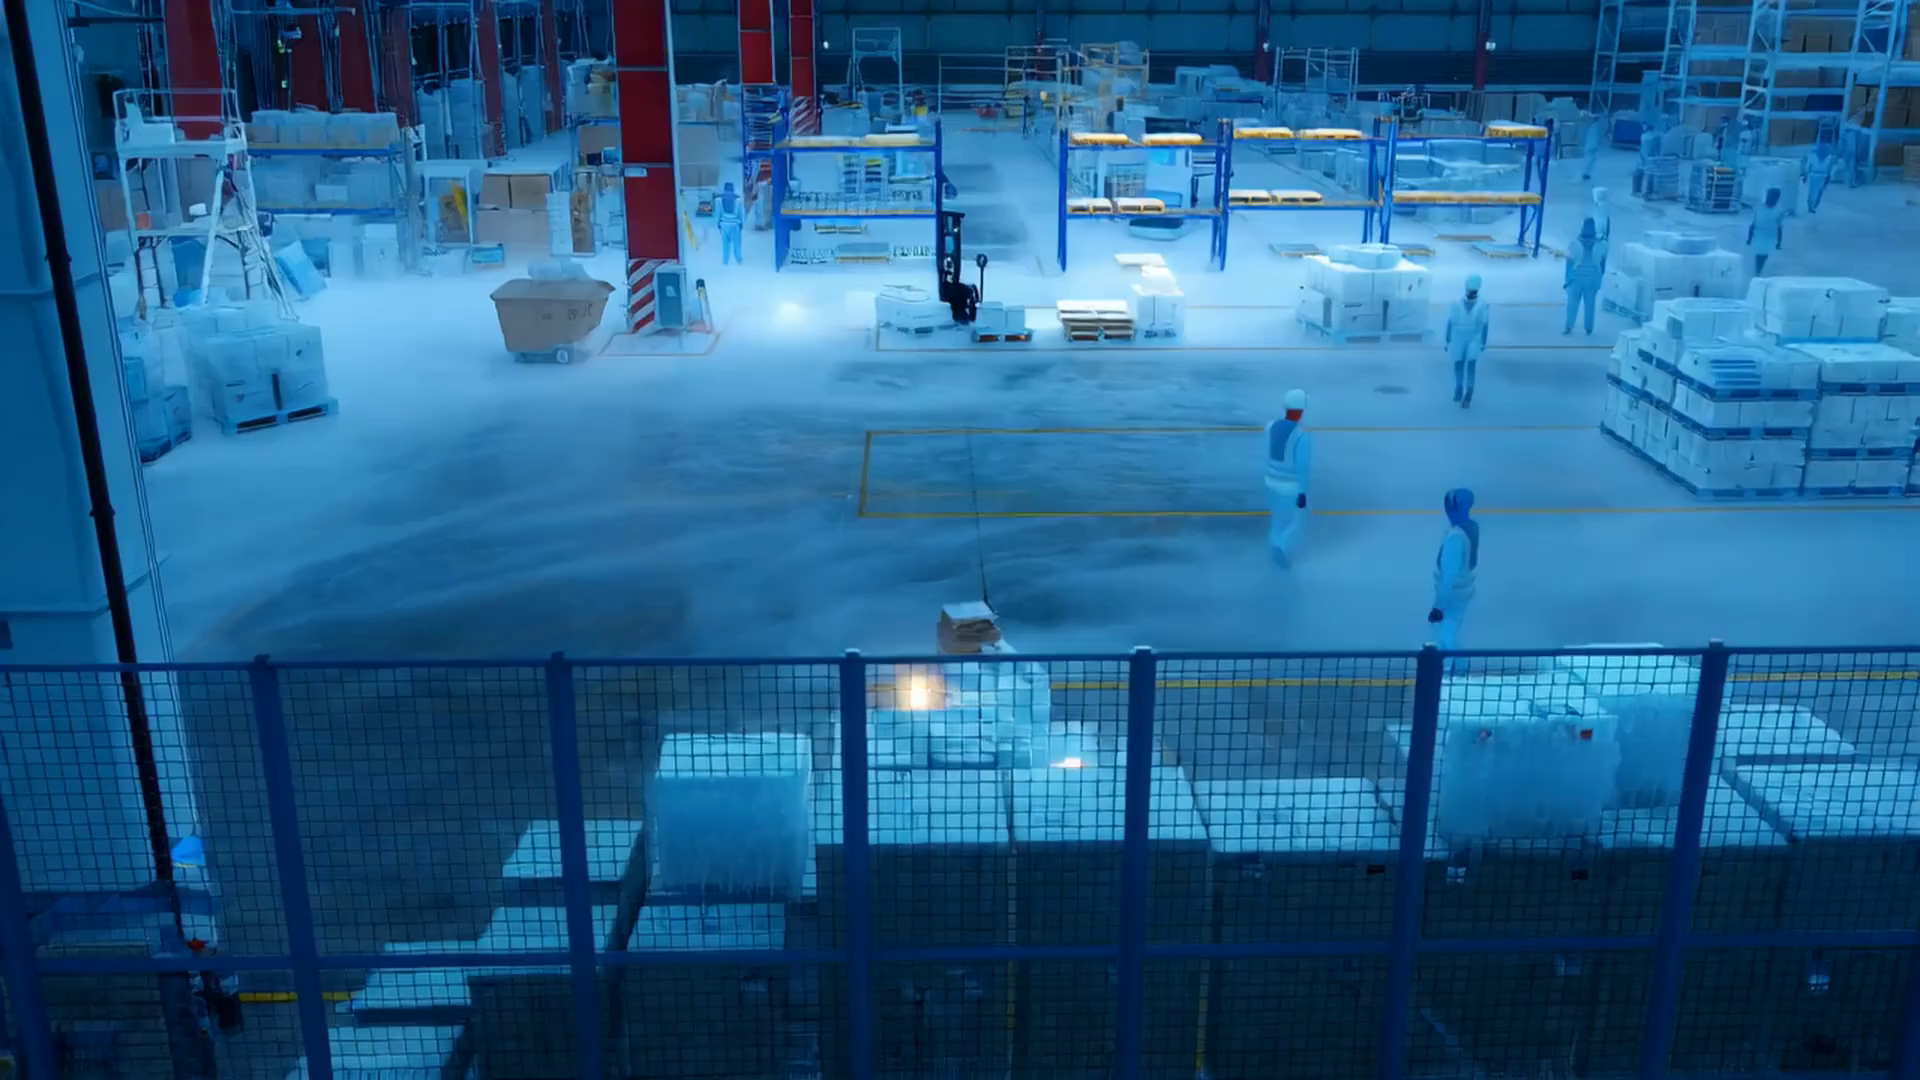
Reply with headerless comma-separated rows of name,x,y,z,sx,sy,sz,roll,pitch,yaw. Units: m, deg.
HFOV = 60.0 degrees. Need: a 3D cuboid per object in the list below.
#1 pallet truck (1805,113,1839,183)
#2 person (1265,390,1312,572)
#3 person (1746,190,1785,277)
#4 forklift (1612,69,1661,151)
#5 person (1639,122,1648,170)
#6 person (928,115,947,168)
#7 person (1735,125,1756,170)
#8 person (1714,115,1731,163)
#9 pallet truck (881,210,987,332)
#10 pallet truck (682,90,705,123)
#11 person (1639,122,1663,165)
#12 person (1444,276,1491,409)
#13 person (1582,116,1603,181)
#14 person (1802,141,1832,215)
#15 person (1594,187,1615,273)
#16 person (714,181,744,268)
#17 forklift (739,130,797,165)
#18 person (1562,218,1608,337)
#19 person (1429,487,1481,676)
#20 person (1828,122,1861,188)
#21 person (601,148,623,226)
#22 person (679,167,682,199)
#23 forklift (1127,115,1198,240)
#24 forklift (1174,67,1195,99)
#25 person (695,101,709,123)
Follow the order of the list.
pallet truck,26.403,-11.957,50.702,0.823,1.965,1.885,6,19,16
person,3.372,-0.589,17.070,0.433,1.933,0.636,-10,21,-27
person,16.106,-6.005,33.171,0.614,1.915,0.975,1,19,3
forklift,24.567,-15.373,59.477,1.873,2.768,1.129,0,19,1
person,21.400,-12.143,51.749,0.540,1.679,0.625,-13,23,-35
person,-0.672,-12.212,51.590,0.639,1.913,0.670,-5,19,-15
person,24.311,-12.056,51.596,0.521,1.607,0.748,-1,19,-2
person,23.501,-12.137,51.361,0.390,1.928,0.575,11,21,29
pallet truck,-0.493,-4.759,29.349,1.885,1.965,0.823,-13,23,-34
pallet truck,-9.671,-15.907,62.421,0.823,1.965,1.885,5,19,15
person,20.407,-11.375,49.137,0.489,1.903,0.765,-15,24,-38
person,7.259,-2.848,23.852,0.569,1.883,0.993,7,20,20
person,19.284,-11.913,50.615,0.646,1.968,0.474,-14,23,-35
person,22.419,-9.498,43.553,0.619,1.903,0.468,7,20,21
person,13.405,-6.428,34.606,0.938,1.814,0.606,-8,20,-23
person,-4.892,-6.704,35.370,0.619,1.839,0.430,0,19,1
forklift,-6.391,-13.889,55.073,1.873,2.768,1.129,-1,19,-1
person,10.682,-4.506,28.533,0.687,2.000,0.535,2,19,6
person,4.146,0.459,14.056,0.385,1.882,0.579,11,21,29
person,26.292,-11.423,49.294,0.918,1.899,0.636,11,21,29
person,-8.659,-8.810,41.479,0.593,1.922,0.384,1,19,4
person,-7.091,-8.554,40.794,0.605,1.887,0.974,-12,22,-32
forklift,4.854,-8.645,39.518,1.129,2.768,1.873,10,21,28
forklift,8.189,-15.896,61.028,1.873,2.768,1.129,14,23,36
person,-9.368,-15.076,60.425,0.530,1.693,0.321,-5,19,-15
